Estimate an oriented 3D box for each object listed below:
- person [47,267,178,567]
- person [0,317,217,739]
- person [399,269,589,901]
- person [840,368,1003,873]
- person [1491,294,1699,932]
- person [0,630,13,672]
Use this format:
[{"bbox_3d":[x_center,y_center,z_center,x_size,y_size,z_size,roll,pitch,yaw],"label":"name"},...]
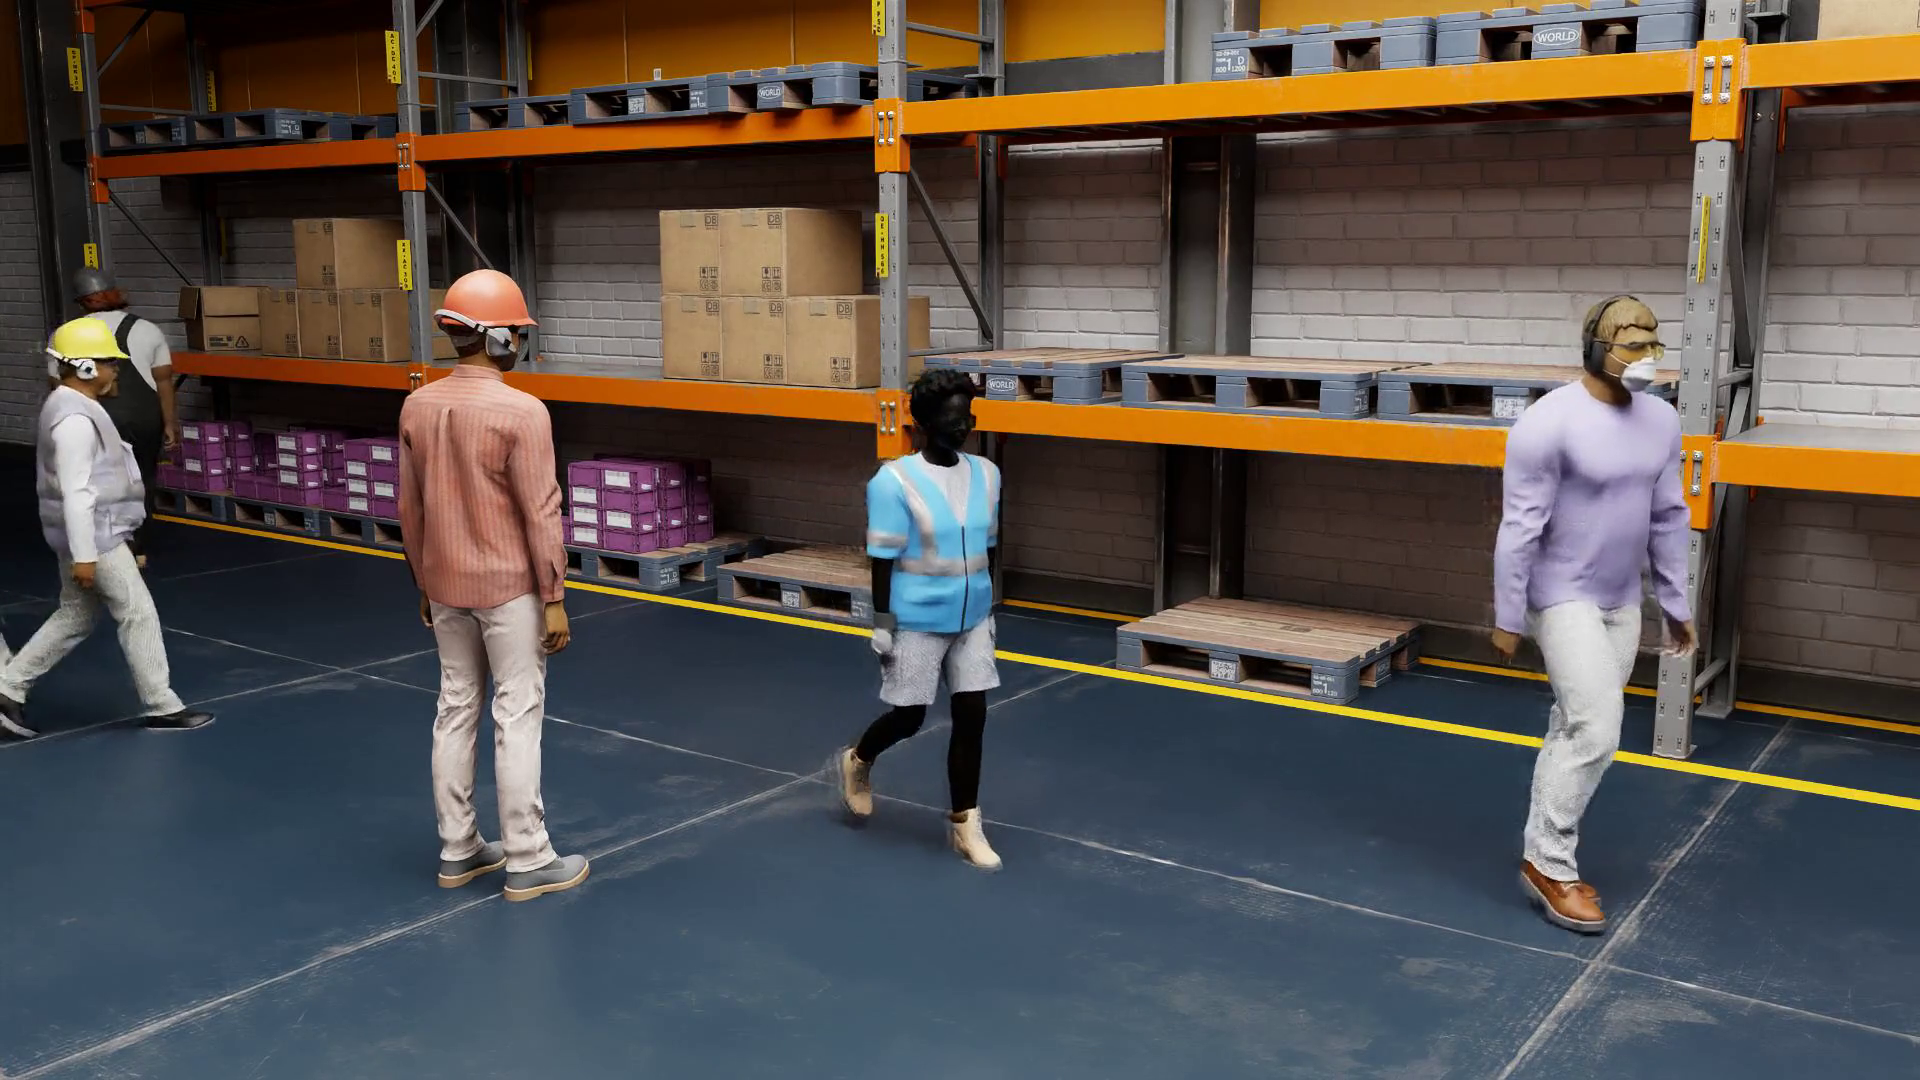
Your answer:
[{"bbox_3d":[-5.439,-0.776,10.663,0.696,2.000,0.992,-7,12,-37],"label":"person"},{"bbox_3d":[-3.707,-0.034,6.999,0.881,1.802,0.598,-6,11,-31],"label":"person"},{"bbox_3d":[-1.488,0.146,5.302,0.624,1.992,0.390,5,11,28],"label":"person"},{"bbox_3d":[-0.128,0.246,5.644,0.542,1.683,0.667,-7,12,-36],"label":"person"},{"bbox_3d":[1.961,0.223,5.061,0.644,1.916,0.611,-6,11,-31],"label":"person"},{"bbox_3d":[-4.647,-0.143,7.657,0.457,1.793,0.742,-7,12,-35],"label":"person"}]
